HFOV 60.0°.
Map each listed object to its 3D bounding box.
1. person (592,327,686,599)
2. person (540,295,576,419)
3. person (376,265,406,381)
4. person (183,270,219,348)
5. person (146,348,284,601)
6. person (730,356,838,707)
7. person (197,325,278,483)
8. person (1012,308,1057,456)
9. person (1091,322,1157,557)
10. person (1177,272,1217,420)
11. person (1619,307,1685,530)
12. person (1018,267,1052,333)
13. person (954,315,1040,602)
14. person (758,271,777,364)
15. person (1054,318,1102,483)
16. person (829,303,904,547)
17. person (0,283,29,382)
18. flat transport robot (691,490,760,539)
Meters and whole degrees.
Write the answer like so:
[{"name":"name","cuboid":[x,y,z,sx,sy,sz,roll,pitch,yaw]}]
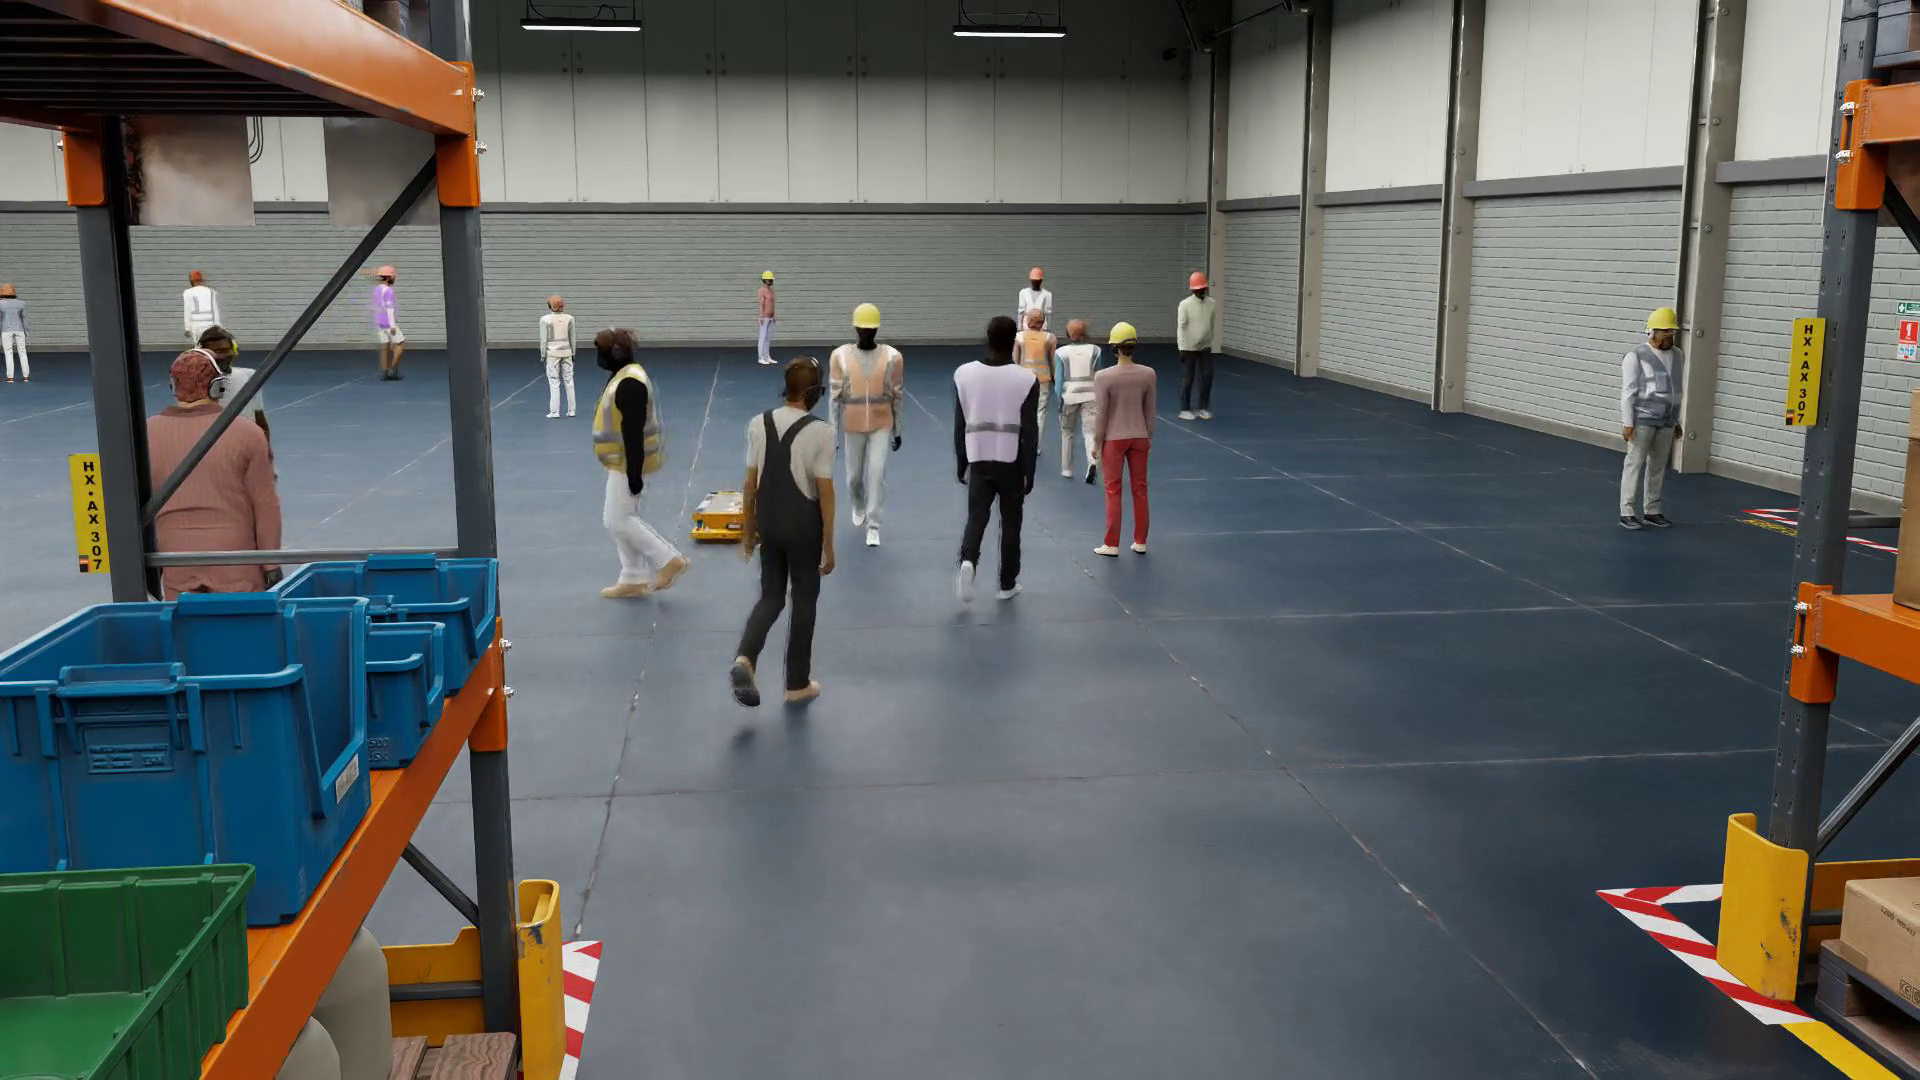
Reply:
[{"name":"person","cuboid":[-2.166,-0.493,10.989,0.506,1.826,0.642,-3,11,-15]},{"name":"person","cuboid":[-5.341,-2.434,22.116,0.522,1.639,0.309,-9,14,-41]},{"name":"person","cuboid":[-9.519,-3.628,27.874,0.496,1.924,0.569,-9,14,-40]},{"name":"person","cuboid":[-12.523,-3.521,27.445,0.429,1.869,0.570,5,12,27]},{"name":"person","cuboid":[-3.379,0.092,7.534,0.638,1.909,0.402,-1,10,-3]},{"name":"person","cuboid":[-0.895,-0.012,8.373,0.546,1.815,0.649,5,11,24]},{"name":"person","cuboid":[-4.827,-0.509,11.007,0.535,1.841,0.614,-9,14,-41]},{"name":"person","cuboid":[0.833,-1.753,18.431,0.550,1.609,0.718,1,10,3]},{"name":"person","cuboid":[1.231,-0.753,12.548,0.525,1.770,0.306,-4,11,-23]},{"name":"person","cuboid":[3.087,-2.525,21.767,0.641,1.943,0.662,-4,11,-22]},{"name":"person","cuboid":[5.726,-0.999,13.722,0.600,1.829,0.404,-4,11,-19]},{"name":"person","cuboid":[1.220,-3.465,27.001,0.565,1.918,0.631,2,10,10]},{"name":"person","cuboid":[0.227,-0.516,10.888,0.598,1.903,0.721,3,11,17]},{"name":"person","cuboid":[-3.644,-4.221,31.568,0.327,1.767,0.533,4,11,21]},{"name":"person","cuboid":[1.179,-1.374,16.392,0.509,1.610,0.752,-1,10,-7]},{"name":"person","cuboid":[-0.735,-0.934,13.184,0.588,1.899,0.775,0,10,-2]},{"name":"person","cuboid":[-15.756,-3.440,27.650,0.505,1.633,0.279,-10,14,-42]},{"name":"flat transport robot","cuboid":[-1.807,-0.219,13.727,0.652,0.197,1.431,0,10,-2]}]
